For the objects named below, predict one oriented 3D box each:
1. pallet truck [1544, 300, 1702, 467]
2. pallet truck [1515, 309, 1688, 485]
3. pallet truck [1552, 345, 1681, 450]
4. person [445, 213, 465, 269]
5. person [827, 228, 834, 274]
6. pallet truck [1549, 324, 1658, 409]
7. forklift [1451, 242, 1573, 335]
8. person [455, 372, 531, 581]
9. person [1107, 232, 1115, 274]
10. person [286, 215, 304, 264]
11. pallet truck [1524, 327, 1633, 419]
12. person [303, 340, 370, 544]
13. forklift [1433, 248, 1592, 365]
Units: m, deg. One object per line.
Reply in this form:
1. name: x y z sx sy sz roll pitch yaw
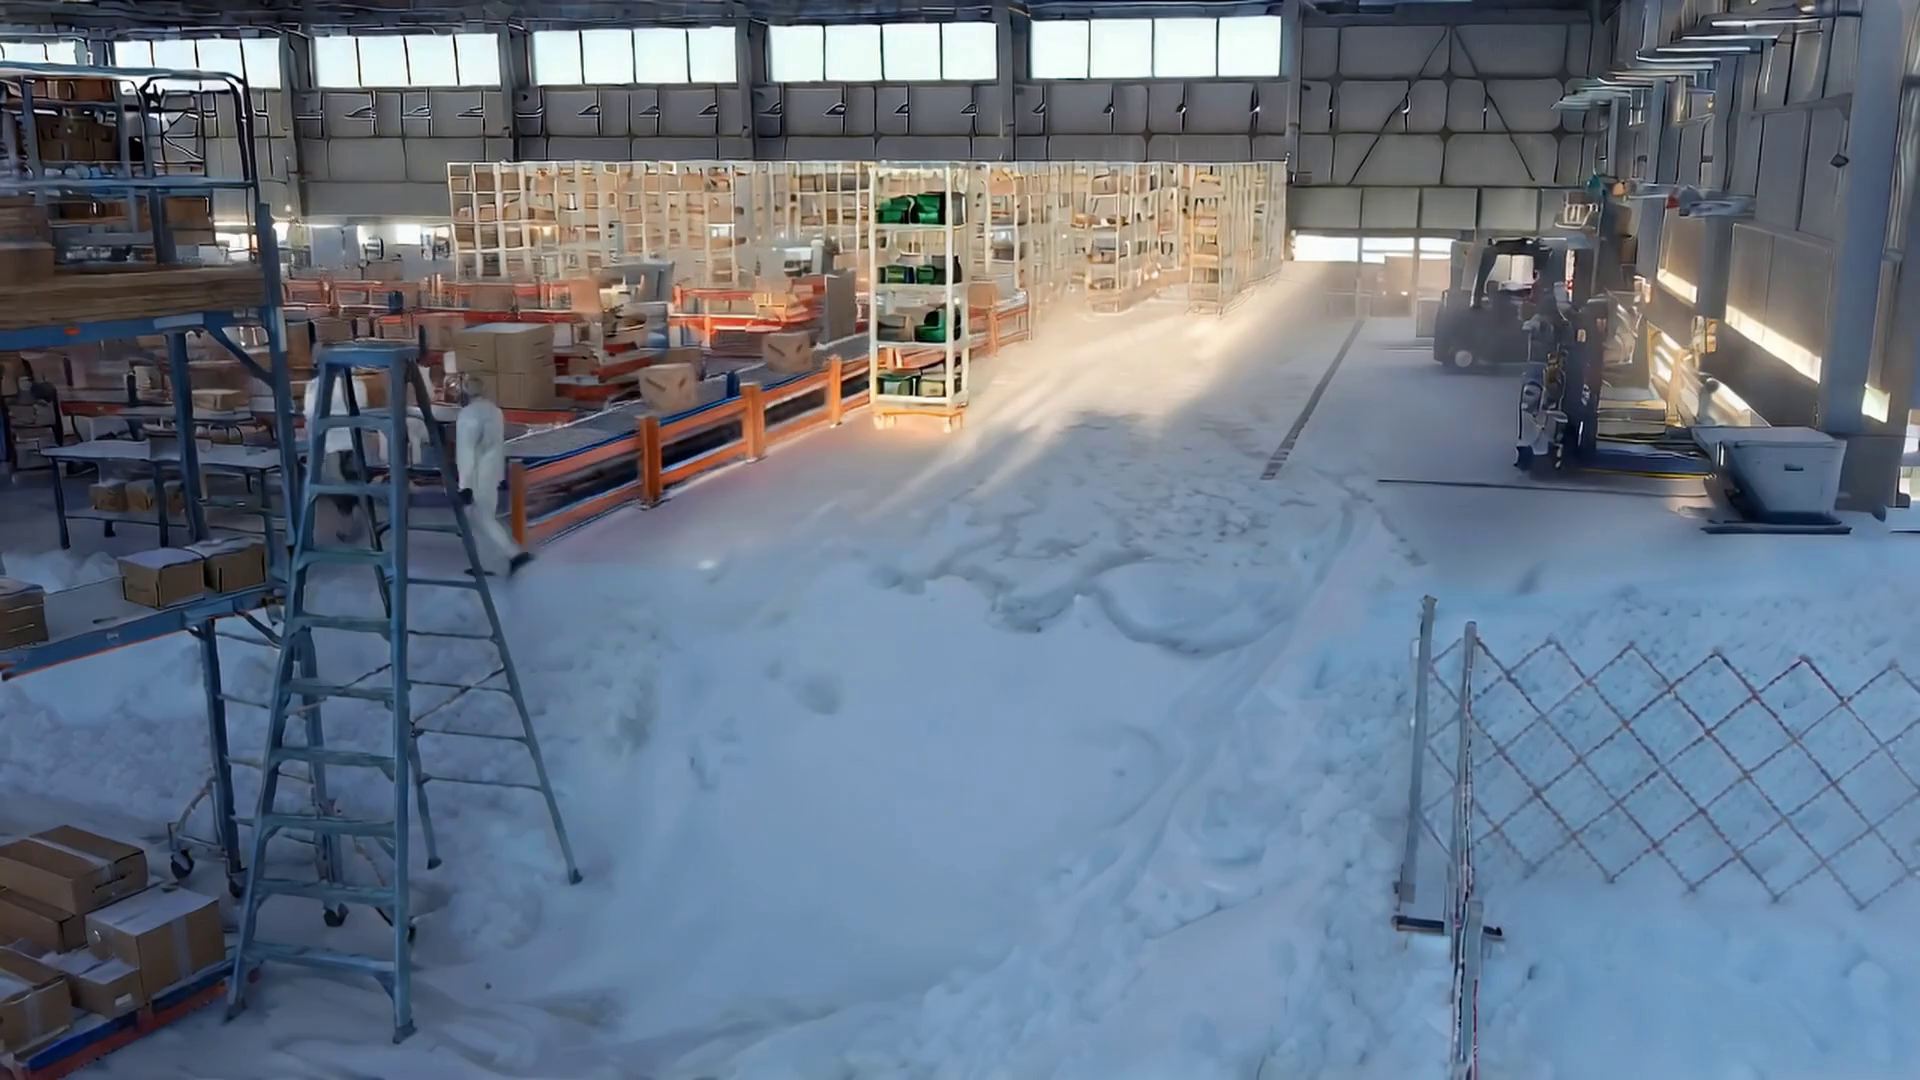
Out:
1. pallet truck: 8.263 -1.952 20.631 1.885 1.965 0.823 5 14 20
2. pallet truck: 7.554 -1.677 19.446 1.885 1.965 0.823 3 13 14
3. pallet truck: 8.641 -1.896 21.908 1.630 1.274 0.653 4 14 16
4. person: -16.391 -9.647 54.034 0.616 1.923 0.752 -6 14 -23
5. person: -3.980 -8.756 50.406 0.468 1.818 0.613 3 13 11
6. pallet truck: 9.824 -2.669 25.407 1.601 1.201 0.680 4 14 16
7. forklift: 10.464 -4.597 31.405 2.680 1.987 1.157 4 14 16
8. person: -4.197 -0.561 14.926 0.660 1.869 0.678 2 13 10
9. person: 4.365 -8.241 48.126 0.373 1.843 0.570 4 14 17
10. person: -20.593 -9.050 51.368 0.953 1.965 0.601 2 13 9
11. pallet truck: 9.065 -2.460 24.370 1.522 1.261 0.704 3 13 14
12. person: -6.063 -0.946 16.290 0.603 2.009 0.819 -12 18 -42
13. forklift: 9.780 -4.111 29.280 2.680 1.987 1.157 3 13 14
